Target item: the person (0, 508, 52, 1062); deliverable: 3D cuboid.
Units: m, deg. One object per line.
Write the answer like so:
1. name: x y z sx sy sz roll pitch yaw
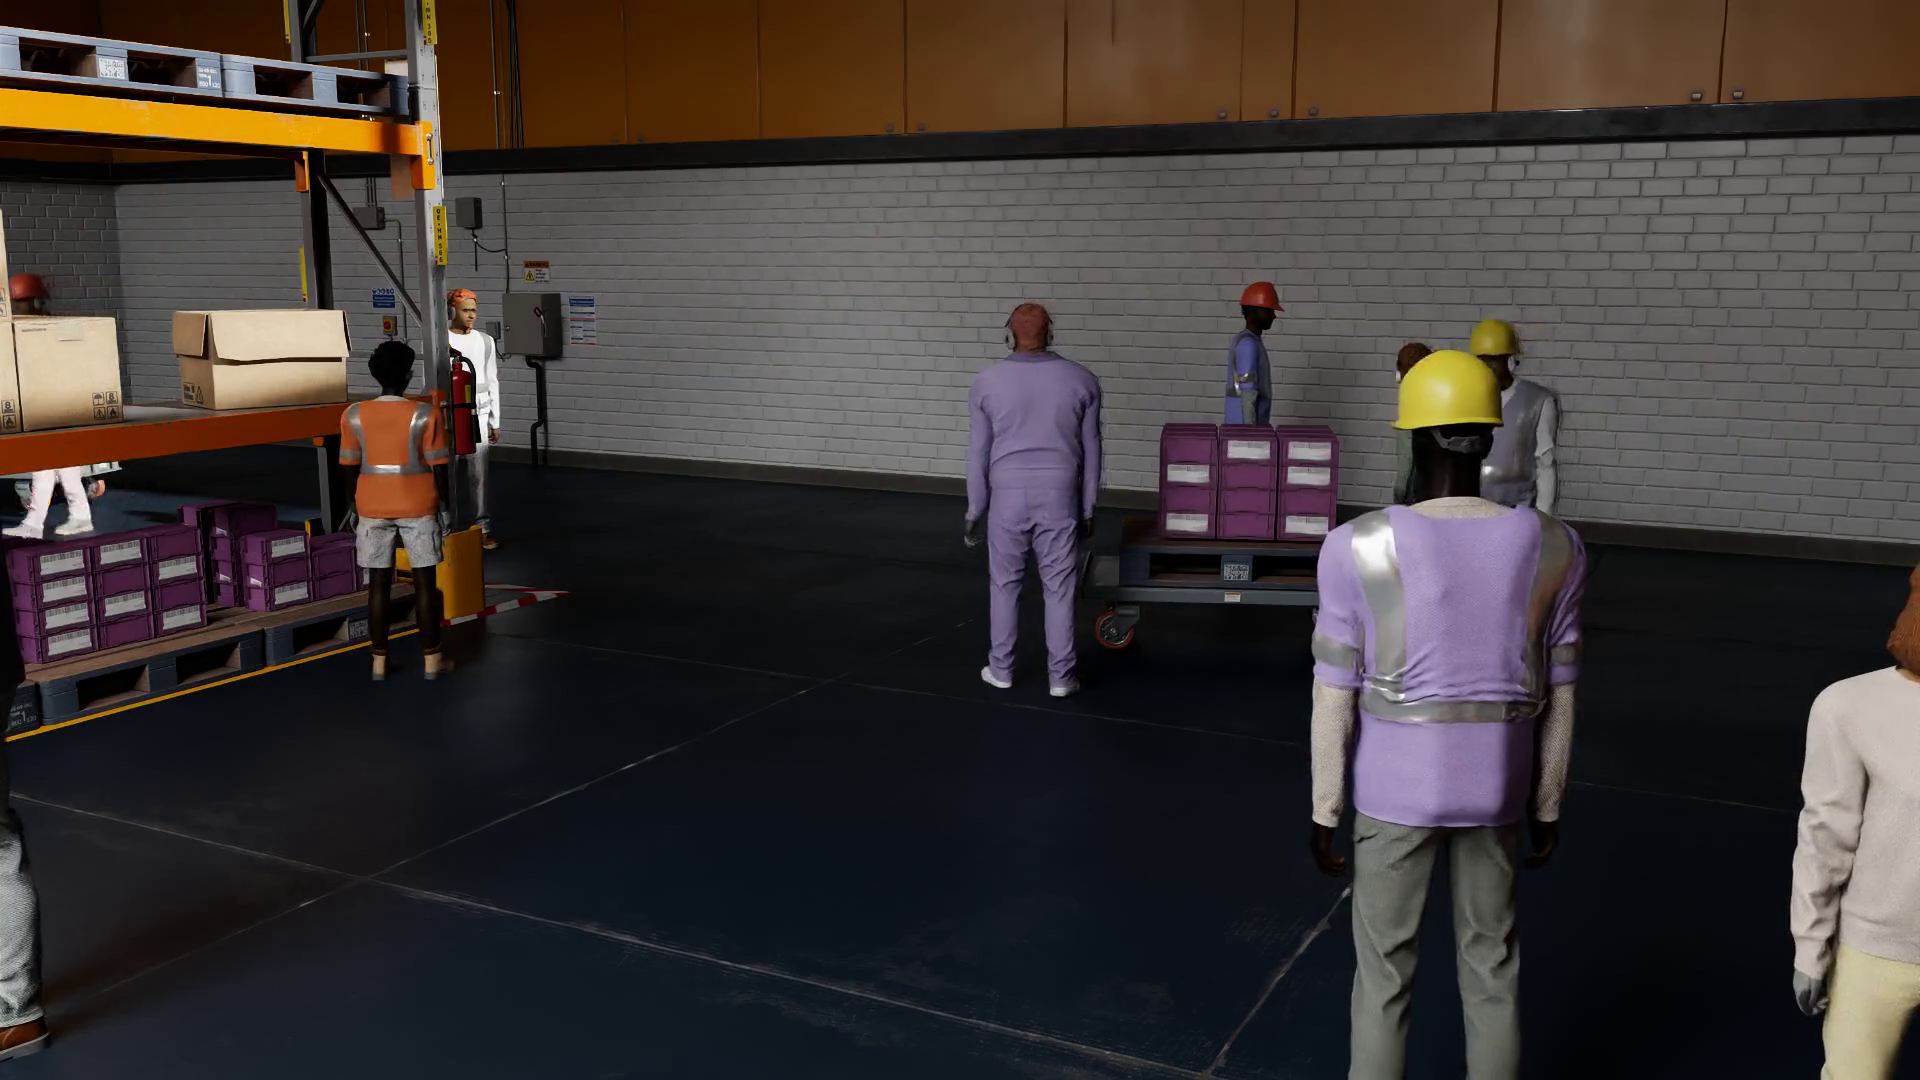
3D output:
1. person: -2.642 0.418 4.349 0.359 1.938 0.632 -6 11 -30

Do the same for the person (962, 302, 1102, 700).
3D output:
1. person: 0.352 -0.182 8.016 0.663 1.886 0.588 0 10 -2

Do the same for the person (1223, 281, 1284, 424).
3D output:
1. person: 1.972 -0.772 11.250 0.376 1.934 0.547 1 10 7

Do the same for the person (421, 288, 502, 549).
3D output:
1. person: -3.539 -0.847 11.856 0.579 1.879 0.348 -10 14 -44

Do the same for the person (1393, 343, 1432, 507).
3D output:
1. person: 2.775 -0.374 9.918 0.767 1.603 0.504 5 11 26

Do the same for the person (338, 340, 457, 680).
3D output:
1. person: -2.791 -0.141 8.284 0.540 1.695 0.317 0 10 -1

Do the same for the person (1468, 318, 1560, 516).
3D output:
1. person: 2.609 -0.172 8.113 0.608 1.818 0.556 7 12 35

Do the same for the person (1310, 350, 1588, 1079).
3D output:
1. person: 1.054 0.544 3.689 0.588 1.918 0.397 0 10 -2

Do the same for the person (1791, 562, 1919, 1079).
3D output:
1. person: 1.817 0.791 3.110 0.491 1.626 0.282 3 10 19

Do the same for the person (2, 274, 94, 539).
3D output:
1. person: -6.862 -0.965 12.278 0.647 1.954 0.928 5 11 28
